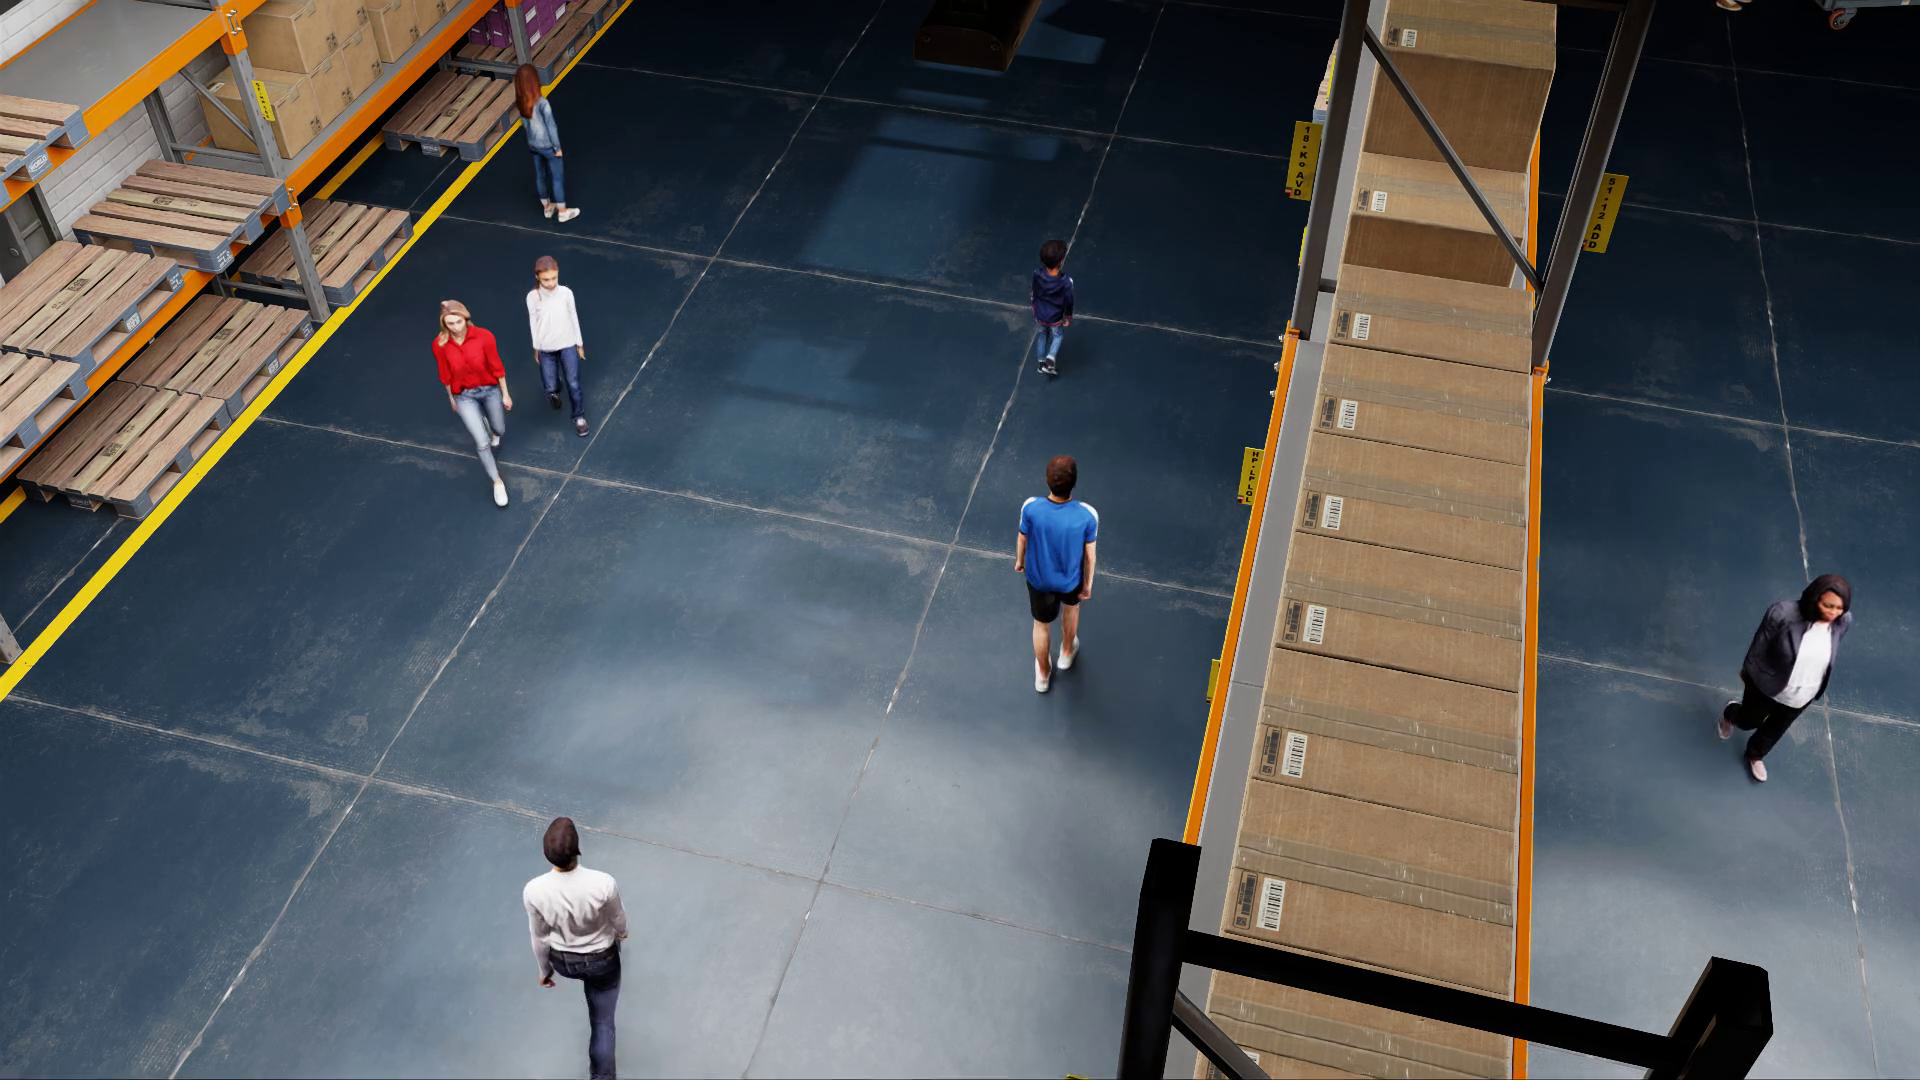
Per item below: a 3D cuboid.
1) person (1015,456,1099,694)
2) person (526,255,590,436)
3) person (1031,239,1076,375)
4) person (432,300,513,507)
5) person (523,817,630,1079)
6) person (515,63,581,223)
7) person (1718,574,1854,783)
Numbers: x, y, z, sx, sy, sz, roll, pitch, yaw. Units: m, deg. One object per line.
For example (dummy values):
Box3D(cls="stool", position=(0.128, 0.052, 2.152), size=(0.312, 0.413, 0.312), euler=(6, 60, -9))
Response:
Box3D(cls="person", position=(0.589, 0.272, 10.458), size=(0.734, 1.849, 0.788), euler=(1, 44, 1))
Box3D(cls="person", position=(-3.046, -1.517, 12.554), size=(0.726, 1.546, 0.825), euler=(-12, 45, -12))
Box3D(cls="person", position=(0.682, -1.795, 13.085), size=(0.558, 1.217, 0.574), euler=(17, 46, 17))
Box3D(cls="person", position=(-3.478, -1.078, 11.992), size=(0.947, 1.686, 1.086), euler=(-13, 45, -13))
Box3D(cls="person", position=(-1.922, 2.198, 8.464), size=(0.841, 1.810, 1.302), euler=(-1, 44, -1))
Box3D(cls="person", position=(-3.701, -3.500, 14.687), size=(0.636, 1.475, 0.615), euler=(25, 49, 24))
Box3D(cls="person", position=(4.997, 0.780, 10.116), size=(0.770, 1.585, 0.849), euler=(1, 44, 1))
